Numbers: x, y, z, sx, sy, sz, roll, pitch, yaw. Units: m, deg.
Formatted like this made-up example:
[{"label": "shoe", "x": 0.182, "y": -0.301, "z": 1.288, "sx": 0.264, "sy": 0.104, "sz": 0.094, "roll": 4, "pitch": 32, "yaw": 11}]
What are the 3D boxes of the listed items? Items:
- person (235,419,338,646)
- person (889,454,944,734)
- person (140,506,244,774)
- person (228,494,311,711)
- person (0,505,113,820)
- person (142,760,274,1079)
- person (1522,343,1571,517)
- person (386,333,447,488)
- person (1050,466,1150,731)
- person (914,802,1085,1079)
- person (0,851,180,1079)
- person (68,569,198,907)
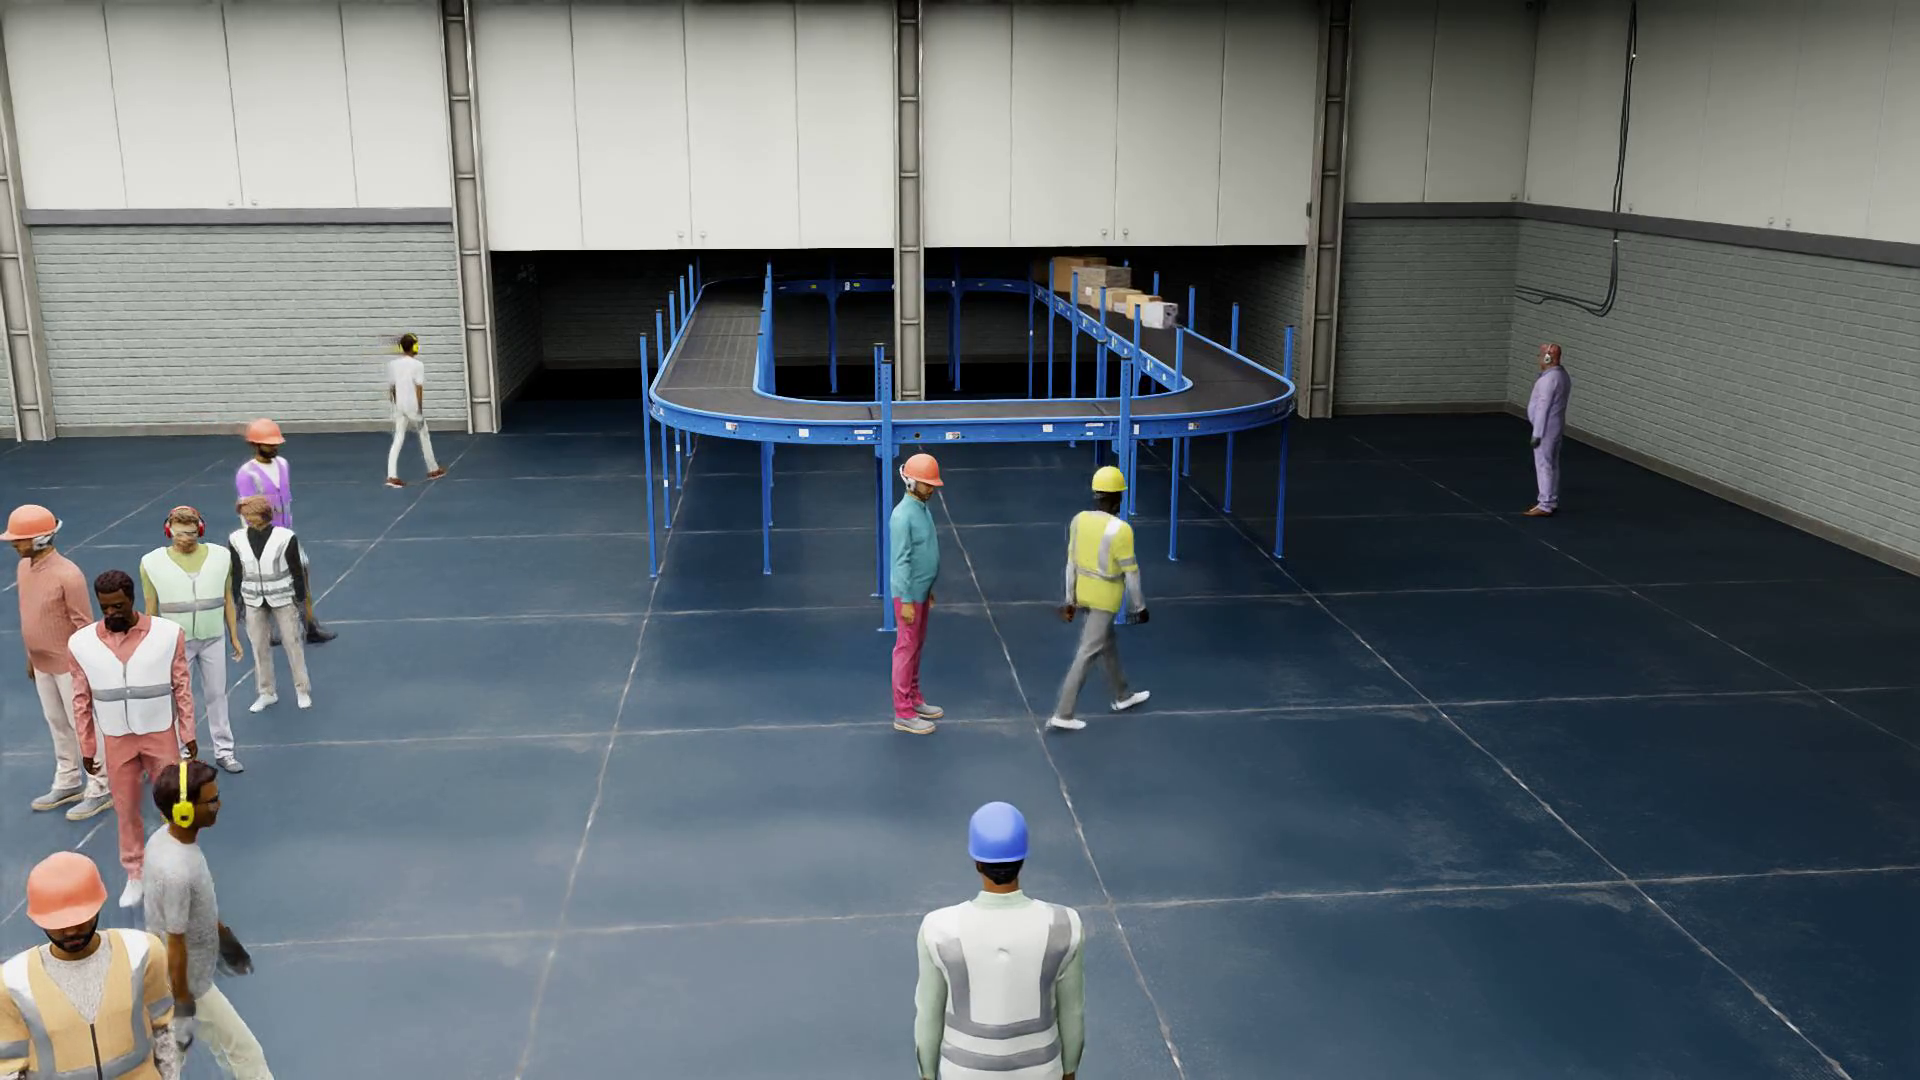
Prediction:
[{"label": "person", "x": -5.525, "y": -0.037, "z": 13.572, "sx": 0.836, "sy": 1.903, "sz": 0.564, "roll": 6, "pitch": 15, "yaw": 22}, {"label": "person", "x": -0.304, "y": 0.367, "z": 11.801, "sx": 0.393, "sy": 1.985, "sz": 0.611, "roll": 3, "pitch": 14, "yaw": 12}, {"label": "person", "x": -5.015, "y": 0.667, "z": 10.898, "sx": 0.564, "sy": 1.837, "sz": 0.388, "roll": -11, "pitch": 18, "yaw": -38}, {"label": "person", "x": -5.039, "y": 0.463, "z": 12.160, "sx": 0.543, "sy": 1.627, "sz": 0.349, "roll": 0, "pitch": 14, "yaw": -2}, {"label": "person", "x": -5.578, "y": 0.747, "z": 10.266, "sx": 0.613, "sy": 1.991, "sz": 0.392, "roll": 8, "pitch": 16, "yaw": 30}, {"label": "person", "x": -2.989, "y": 1.730, "z": 6.674, "sx": 0.959, "sy": 1.819, "sz": 0.544, "roll": -9, "pitch": 17, "yaw": -32}, {"label": "person", "x": 6.446, "y": -1.214, "z": 18.310, "sx": 0.397, "sy": 1.901, "sz": 0.645, "roll": 10, "pitch": 17, "yaw": 34}, {"label": "person", "x": -6.581, "y": -1.551, "z": 19.849, "sx": 0.531, "sy": 1.814, "sz": 1.026, "roll": 5, "pitch": 15, "yaw": 19}, {"label": "person", "x": 1.007, "y": 0.407, "z": 11.860, "sx": 0.999, "sy": 1.878, "sz": 0.588, "roll": -9, "pitch": 16, "yaw": -31}, {"label": "person", "x": 0.142, "y": 1.863, "z": 5.919, "sx": 0.604, "sy": 1.938, "sz": 0.426, "roll": -1, "pitch": 14, "yaw": -4}, {"label": "person", "x": -2.888, "y": 1.945, "z": 5.583, "sx": 0.552, "sy": 1.936, "sz": 0.358, "roll": -10, "pitch": 17, "yaw": -36}, {"label": "person", "x": -4.520, "y": 1.072, "z": 9.143, "sx": 0.599, "sy": 1.909, "sz": 0.399, "roll": -5, "pitch": 15, "yaw": -18}]
